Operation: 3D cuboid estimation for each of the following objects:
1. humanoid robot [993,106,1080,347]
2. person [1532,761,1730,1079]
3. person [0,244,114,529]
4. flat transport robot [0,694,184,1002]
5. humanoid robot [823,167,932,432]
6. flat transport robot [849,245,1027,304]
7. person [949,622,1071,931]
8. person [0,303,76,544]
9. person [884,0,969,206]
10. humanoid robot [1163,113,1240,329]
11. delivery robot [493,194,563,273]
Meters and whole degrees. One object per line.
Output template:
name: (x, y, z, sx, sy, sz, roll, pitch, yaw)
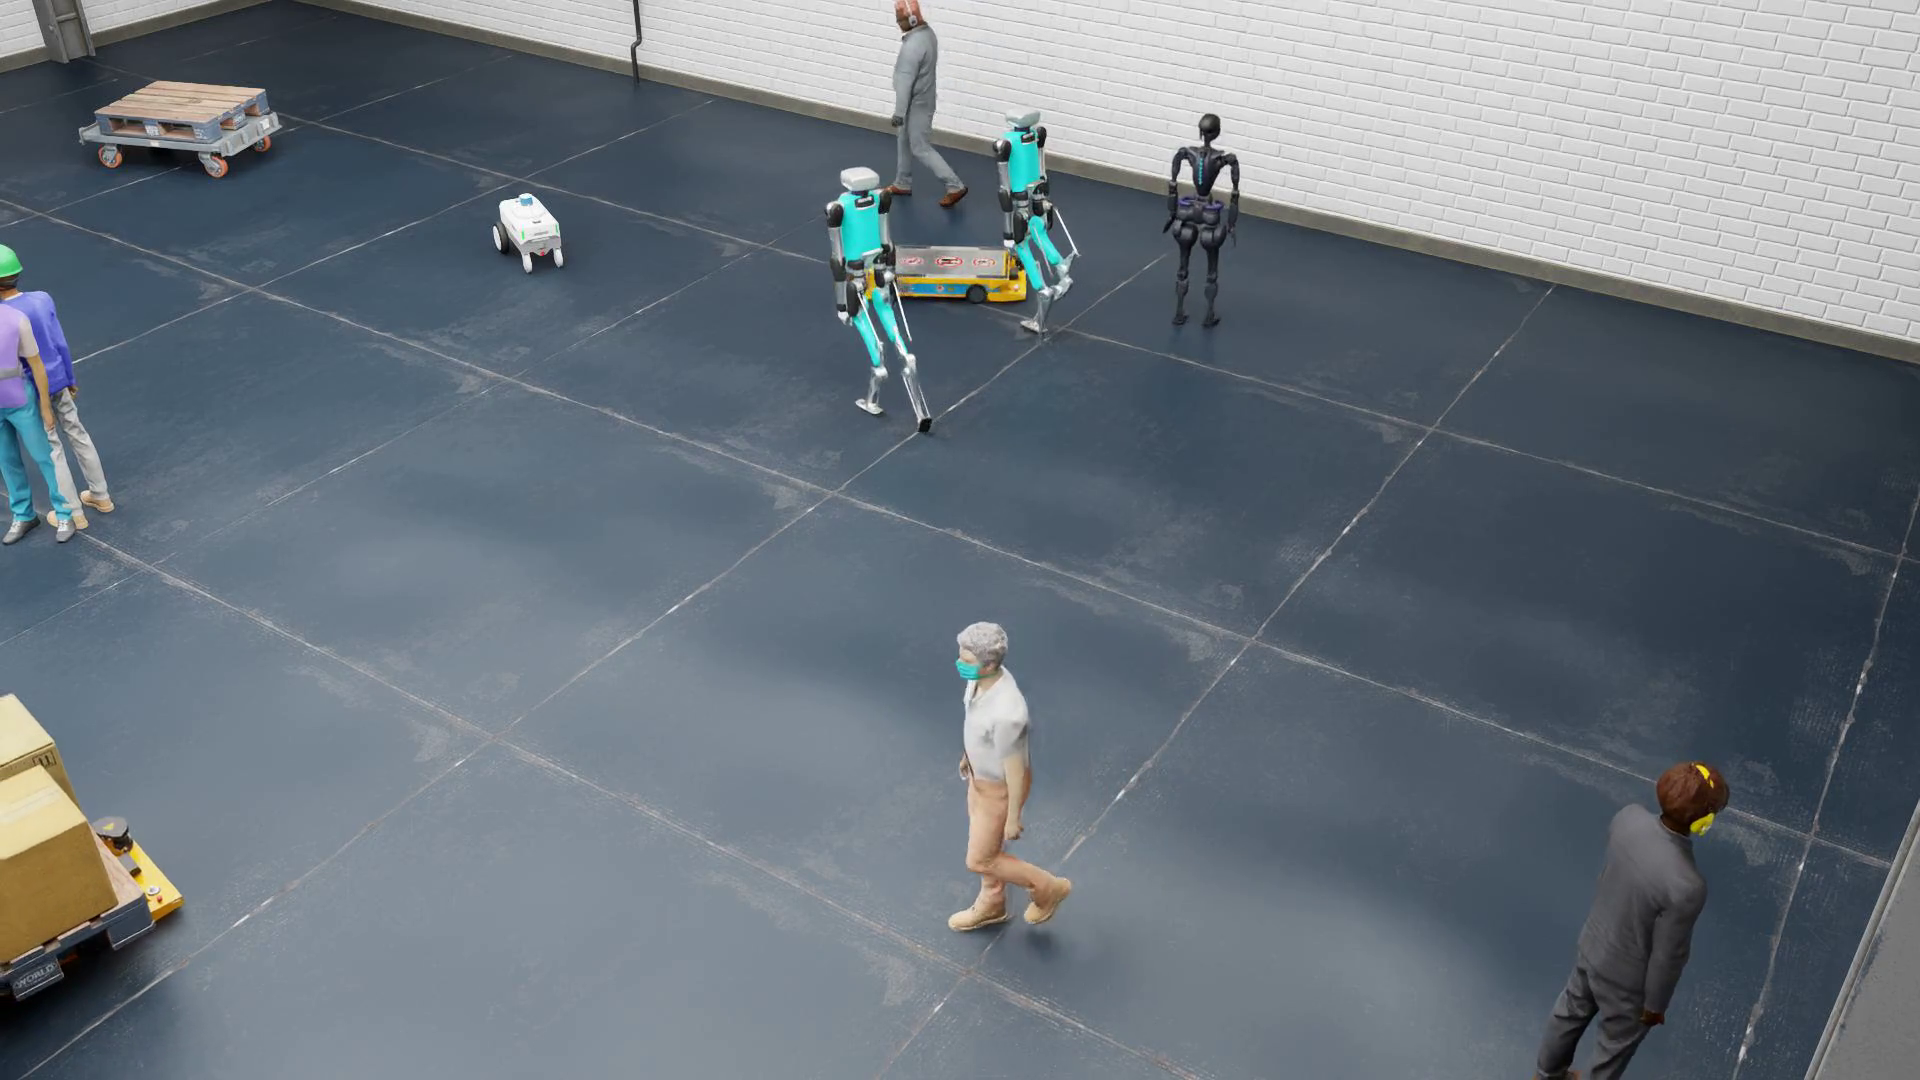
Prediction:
humanoid robot: (0.651, -2.279, 12.545, 0.793, 1.872, 0.536, 25, 40, 33)
person: (2.534, 1.592, 6.310, 0.365, 1.866, 0.486, -8, 34, -12)
person: (-5.656, -0.935, 10.230, 0.342, 1.872, 0.468, 13, 35, 20)
flat transport robot: (-4.345, 1.789, 7.473, 0.659, 0.231, 1.431, 28, 42, 36)
humanoid robot: (-0.466, -1.570, 11.367, 0.545, 1.806, 0.937, -26, 41, -34)
flat transport robot: (-0.168, -2.183, 13.653, 1.431, 0.231, 0.659, 1, 33, 2)
person: (0.194, 1.049, 7.278, 0.459, 1.728, 0.501, -7, 33, -11)
person: (-5.777, -0.828, 10.093, 0.563, 1.838, 0.390, 0, 33, 0)
person: (-0.327, -3.896, 14.843, 0.812, 1.870, 0.632, 3, 33, 5)
humanoid robot: (1.841, -2.452, 12.755, 0.601, 1.657, 0.313, 13, 35, 19)
delivery robot: (-3.641, -2.642, 14.091, 0.499, 0.581, 0.774, -16, 36, -23)
